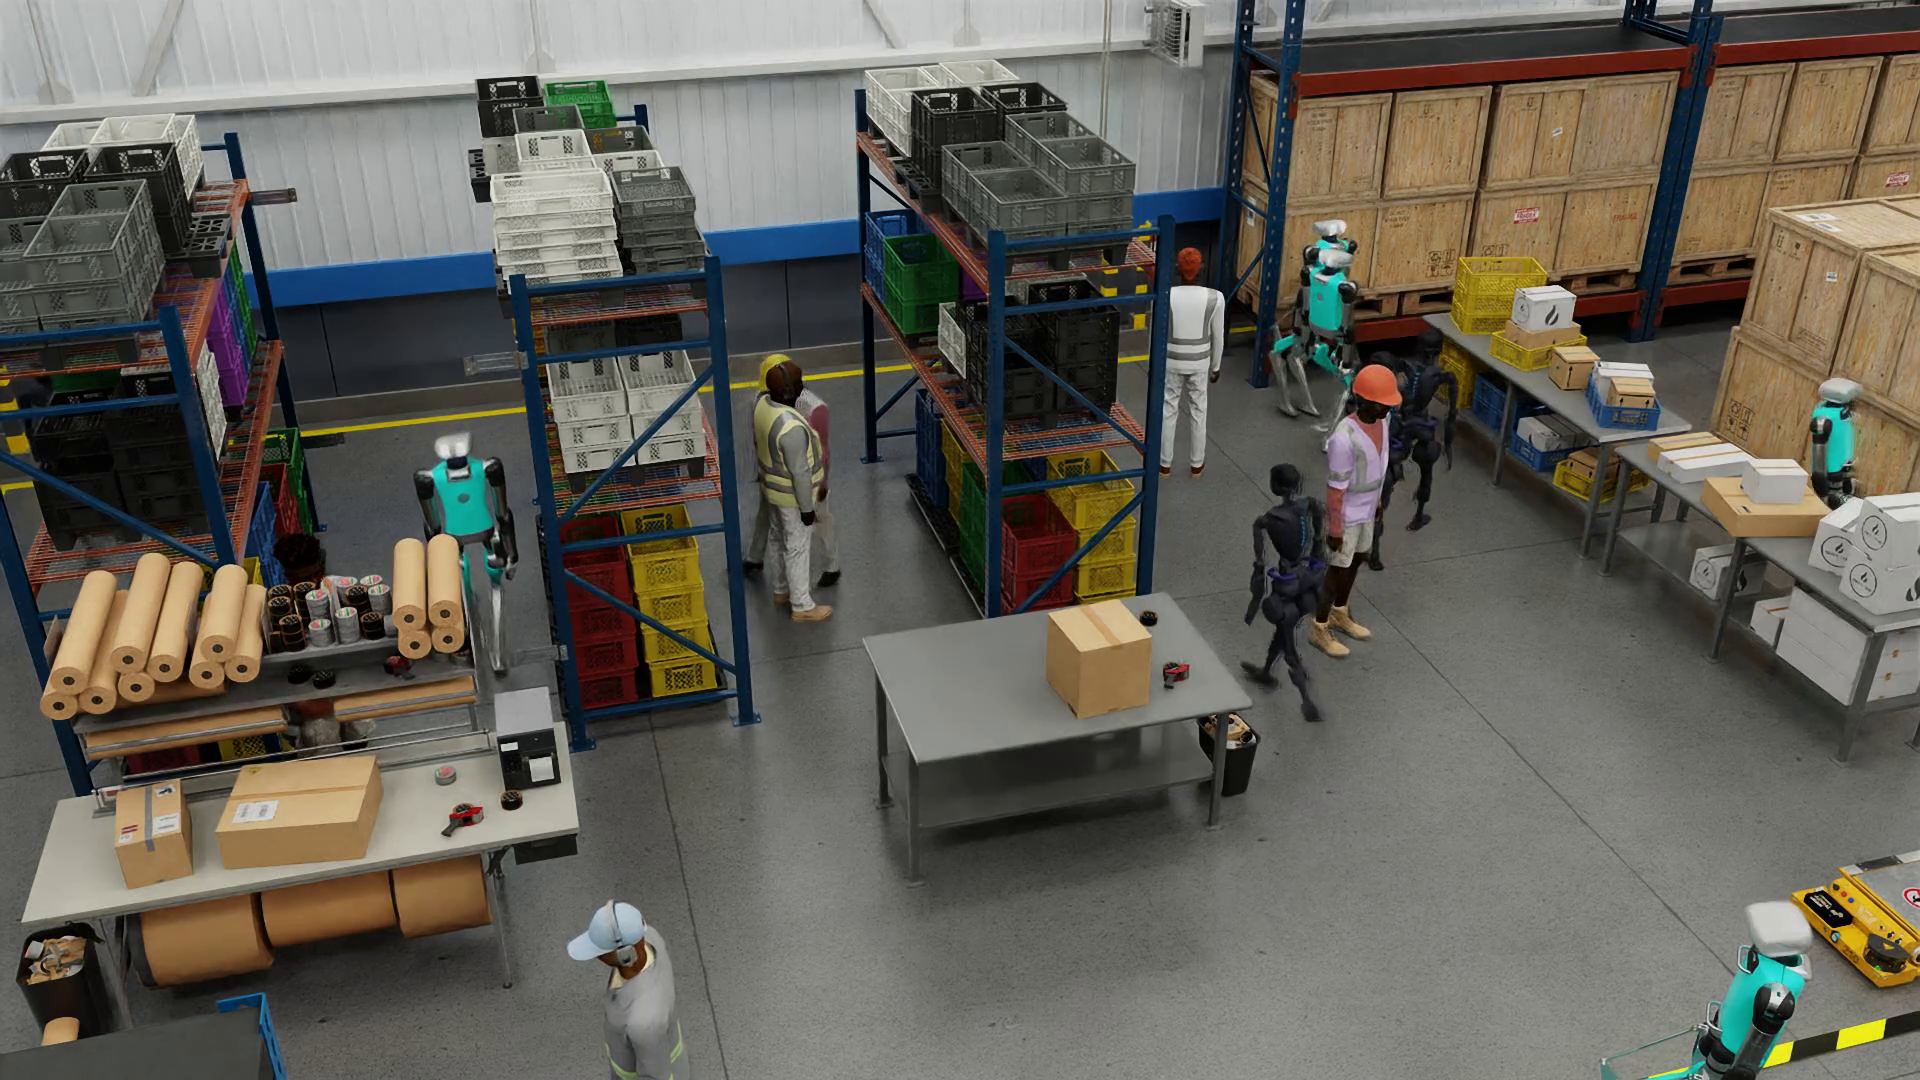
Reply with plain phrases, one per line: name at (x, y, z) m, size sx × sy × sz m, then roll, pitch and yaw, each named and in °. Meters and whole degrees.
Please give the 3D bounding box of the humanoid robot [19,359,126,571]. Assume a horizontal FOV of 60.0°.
humanoid robot at (-6.239, -0.582, 11.800) m, size 0.605 × 1.627 × 0.781 m, roll -8°, pitch 30°, yaw -14°

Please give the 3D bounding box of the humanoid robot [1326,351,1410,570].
humanoid robot at (2.883, -0.539, 11.675) m, size 0.609 × 1.649 × 0.306 m, roll -12°, pitch 31°, yaw -20°

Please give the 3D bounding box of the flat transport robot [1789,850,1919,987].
flat transport robot at (5.163, 1.916, 8.676) m, size 1.431 × 0.231 × 0.659 m, roll -8°, pitch 30°, yaw -14°

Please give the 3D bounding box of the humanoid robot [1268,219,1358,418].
humanoid robot at (2.892, -1.902, 14.035) m, size 0.550 × 1.749 × 0.675 m, roll -18°, pitch 33°, yaw -29°

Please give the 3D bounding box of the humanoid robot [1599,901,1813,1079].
humanoid robot at (2.862, 2.099, 6.678) m, size 0.735 × 1.677 × 0.533 m, roll 12°, pitch 31°, yaw 21°

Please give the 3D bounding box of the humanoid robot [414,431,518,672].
humanoid robot at (-3.092, 0.092, 10.572) m, size 0.543 × 1.899 × 0.781 m, roll -9°, pitch 30°, yaw -17°

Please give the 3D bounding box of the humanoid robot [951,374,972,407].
humanoid robot at (0.077, -1.783, 13.909) m, size 0.742 × 1.815 × 0.552 m, roll 8°, pitch 30°, yaw 13°

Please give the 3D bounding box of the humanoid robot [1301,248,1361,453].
humanoid robot at (3.115, -1.565, 13.483) m, size 0.871 × 1.775 × 0.599 m, roll -19°, pitch 34°, yaw -31°

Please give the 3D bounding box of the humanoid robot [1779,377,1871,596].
humanoid robot at (6.005, -0.149, 10.993) m, size 1.061 × 1.764 × 0.552 m, roll 23°, pitch 36°, yaw 35°

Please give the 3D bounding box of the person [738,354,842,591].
person at (-1.201, -0.483, 11.464) m, size 0.714 × 1.797 × 0.473 m, roll 15°, pitch 32°, yaw 26°

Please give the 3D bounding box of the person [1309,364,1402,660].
person at (2.553, -0.187, 10.676) m, size 0.399 × 2.034 × 0.611 m, roll 22°, pitch 36°, yaw 35°

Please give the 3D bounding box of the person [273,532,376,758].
person at (-3.375, 0.828, 8.894) m, size 0.361 × 1.963 × 0.614 m, roll 18°, pitch 33°, yaw 29°

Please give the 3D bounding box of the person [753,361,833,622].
person at (-1.119, -0.326, 11.120) m, size 0.429 × 1.846 × 0.624 m, roll -15°, pitch 32°, yaw -25°

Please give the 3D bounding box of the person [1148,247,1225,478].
person at (1.754, -1.368, 12.970) m, size 0.572 × 1.887 × 0.354 m, roll 2°, pitch 29°, yaw 4°

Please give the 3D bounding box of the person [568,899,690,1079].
person at (-1.271, 2.153, 6.604) m, size 0.395 × 1.849 × 0.587 m, roll -6°, pitch 29°, yaw -11°

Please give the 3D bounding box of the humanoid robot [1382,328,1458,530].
humanoid robot at (3.283, -0.746, 12.095) m, size 0.608 × 1.640 × 0.716 m, roll 21°, pitch 35°, yaw 33°

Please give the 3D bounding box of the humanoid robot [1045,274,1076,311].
humanoid robot at (0.708, -1.718, 13.824) m, size 0.613 × 1.651 × 0.327 m, roll -20°, pitch 35°, yaw -32°

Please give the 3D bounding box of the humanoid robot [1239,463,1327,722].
humanoid robot at (2.040, 0.289, 10.221) m, size 0.587 × 1.619 × 0.724 m, roll -17°, pitch 33°, yaw -28°
